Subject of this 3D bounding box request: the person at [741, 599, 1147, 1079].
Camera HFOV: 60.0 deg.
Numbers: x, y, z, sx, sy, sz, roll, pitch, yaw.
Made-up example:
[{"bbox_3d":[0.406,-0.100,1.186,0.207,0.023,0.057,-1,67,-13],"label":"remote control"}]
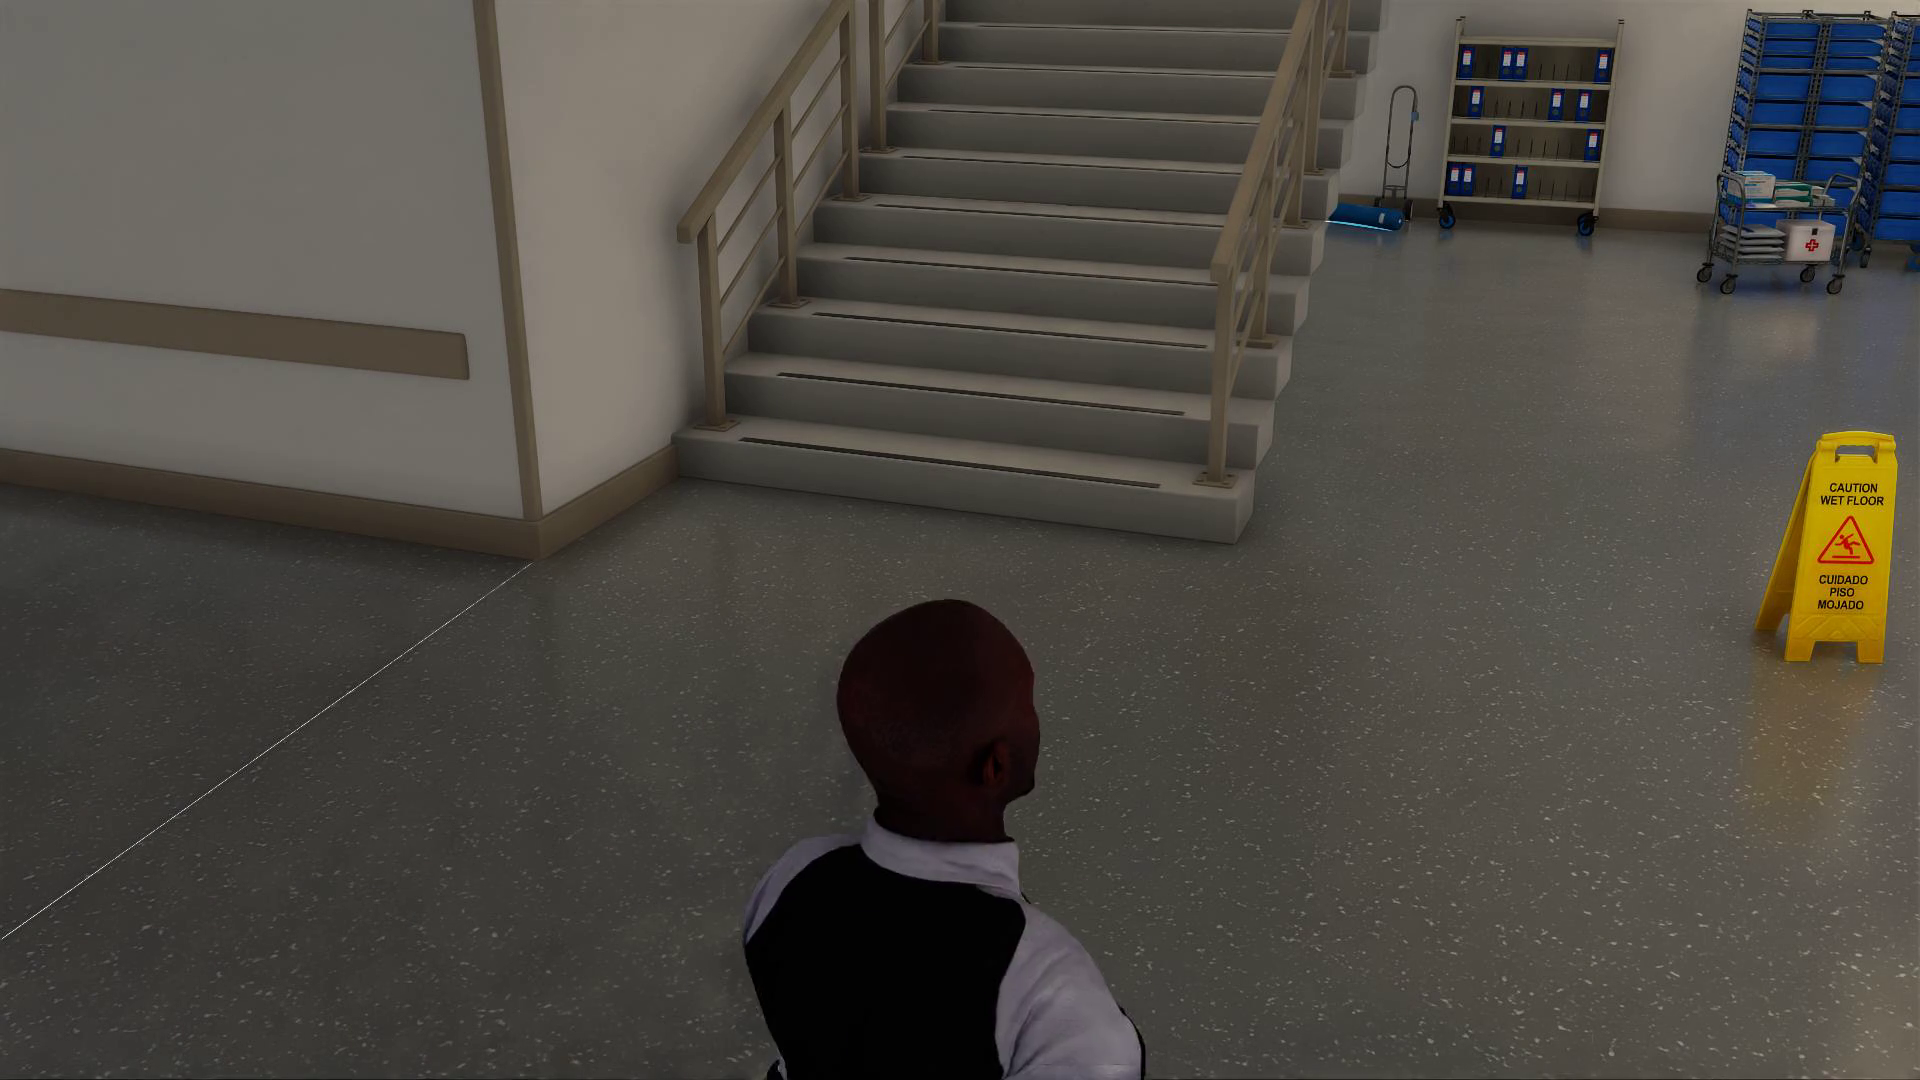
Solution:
[{"bbox_3d":[-0.095,0.944,1.845,0.963,1.794,1.252,18,27,39],"label":"person"}]
